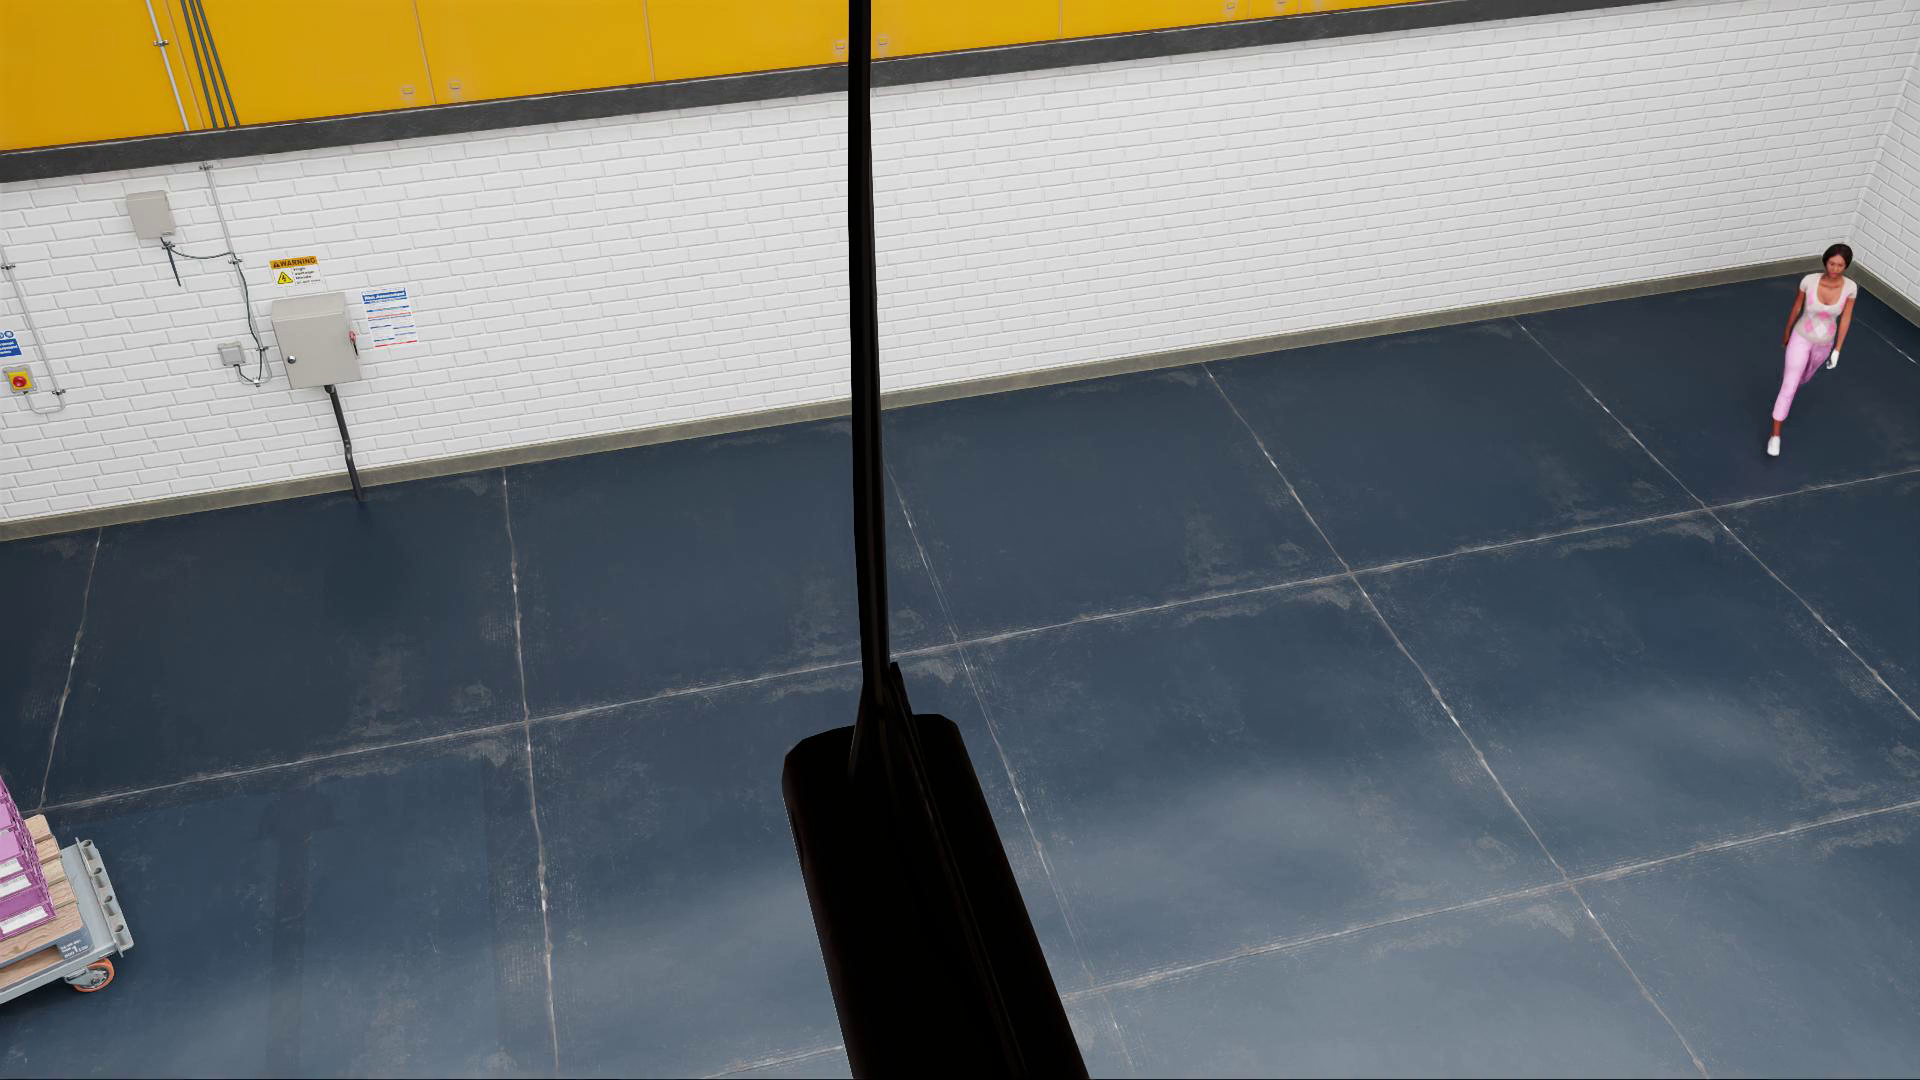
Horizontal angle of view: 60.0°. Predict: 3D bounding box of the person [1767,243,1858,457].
[{"bbox_3d":[6.732,-1.582,13.159,1.037,1.697,1.241,12,40,15],"label":"person"}]
